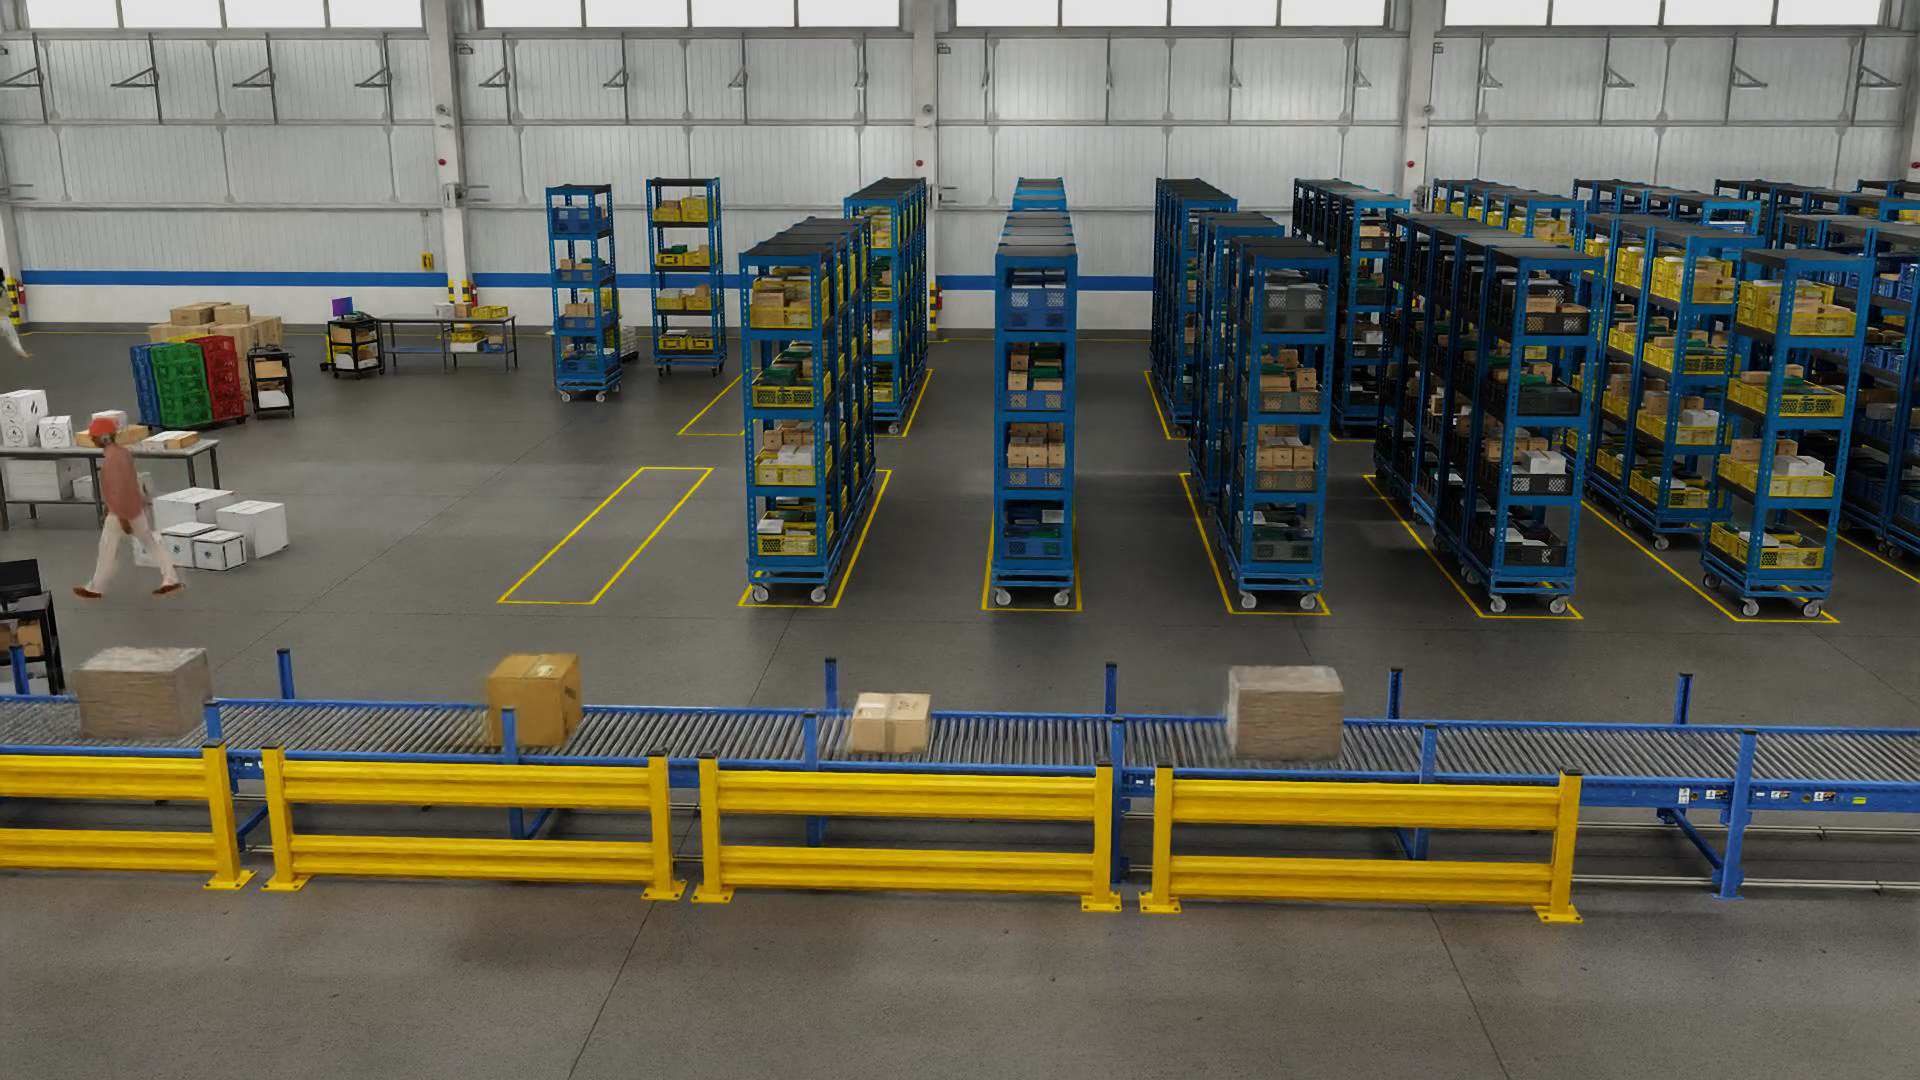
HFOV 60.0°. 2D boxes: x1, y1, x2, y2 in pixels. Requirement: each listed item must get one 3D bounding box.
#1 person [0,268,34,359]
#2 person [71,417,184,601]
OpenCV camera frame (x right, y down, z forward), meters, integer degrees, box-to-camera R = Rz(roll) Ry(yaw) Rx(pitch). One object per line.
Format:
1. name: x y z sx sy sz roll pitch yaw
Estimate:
1. person: -18.825 -4.423 32.554 0.942 1.807 0.653 -6 16 -21
2. person: -8.614 -0.320 17.077 1.081 1.937 0.596 -1 15 -4
